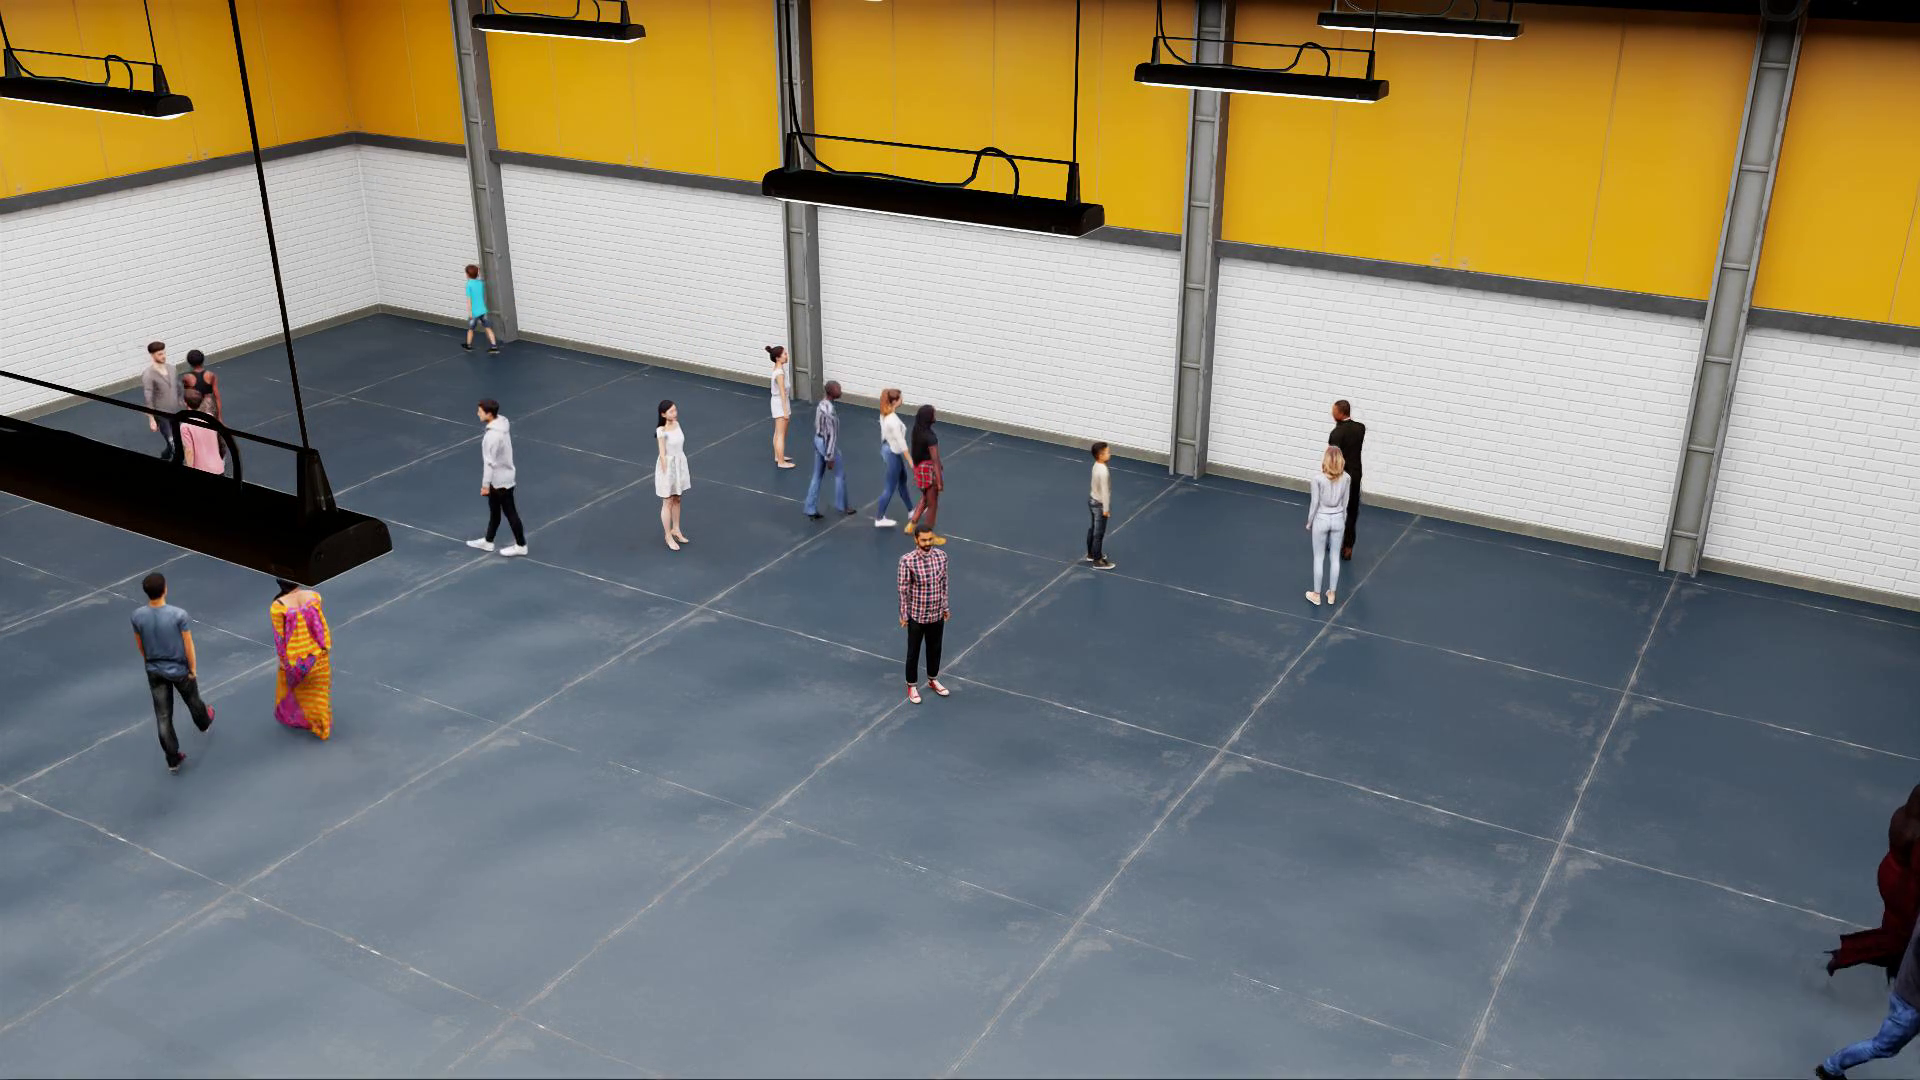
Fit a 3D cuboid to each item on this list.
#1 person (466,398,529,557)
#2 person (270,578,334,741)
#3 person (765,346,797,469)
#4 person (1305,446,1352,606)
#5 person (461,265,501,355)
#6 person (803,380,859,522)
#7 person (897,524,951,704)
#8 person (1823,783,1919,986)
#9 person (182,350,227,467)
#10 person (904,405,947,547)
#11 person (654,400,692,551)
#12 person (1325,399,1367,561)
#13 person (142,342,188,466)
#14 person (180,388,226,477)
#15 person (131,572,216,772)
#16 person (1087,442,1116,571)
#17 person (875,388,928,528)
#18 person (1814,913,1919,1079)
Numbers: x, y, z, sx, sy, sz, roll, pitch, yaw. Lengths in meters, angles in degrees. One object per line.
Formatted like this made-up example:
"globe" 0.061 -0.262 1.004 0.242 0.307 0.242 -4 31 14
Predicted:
"person" -5.109 -0.707 18.831 1.092 1.907 1.015 -4 24 -8
"person" -5.985 1.027 15.191 0.846 1.644 1.024 -21 31 -40
"person" -2.327 -1.746 21.582 0.709 1.607 0.653 -6 24 -12
"person" 3.924 -0.166 17.731 0.634 1.796 0.724 -3 24 -6
"person" -7.491 -3.573 26.000 0.964 1.415 0.580 15 28 31
"person" -1.650 -1.022 19.738 1.084 1.757 1.040 -11 26 -24
"person" -0.338 0.670 15.861 0.788 1.761 0.796 -12 26 -26
"person" 6.607 2.471 11.769 1.044 1.739 0.852 4 24 10
"person" -9.548 -1.539 21.054 0.934 1.650 1.199 -13 27 -27
"person" -0.452 -0.717 19.096 0.833 1.712 0.789 -11 26 -23
"person" -3.312 -0.763 19.123 0.669 1.774 0.677 9 25 20
"person" 4.380 -0.645 18.726 0.898 1.877 0.929 -10 26 -22
"person" -9.987 -1.576 20.837 0.754 1.891 0.734 9 25 20
"person" -8.582 -0.783 18.940 0.562 1.958 0.656 10 26 22
"person" -7.009 1.189 14.669 1.154 1.766 1.178 -4 24 -10
"person" 1.562 -0.407 18.696 0.676 1.465 0.628 -4 24 -9
"person" -0.861 -0.943 19.633 1.026 1.695 0.964 -6 24 -14
"person" 6.052 2.895 10.658 1.198 1.852 0.772 15 28 31
